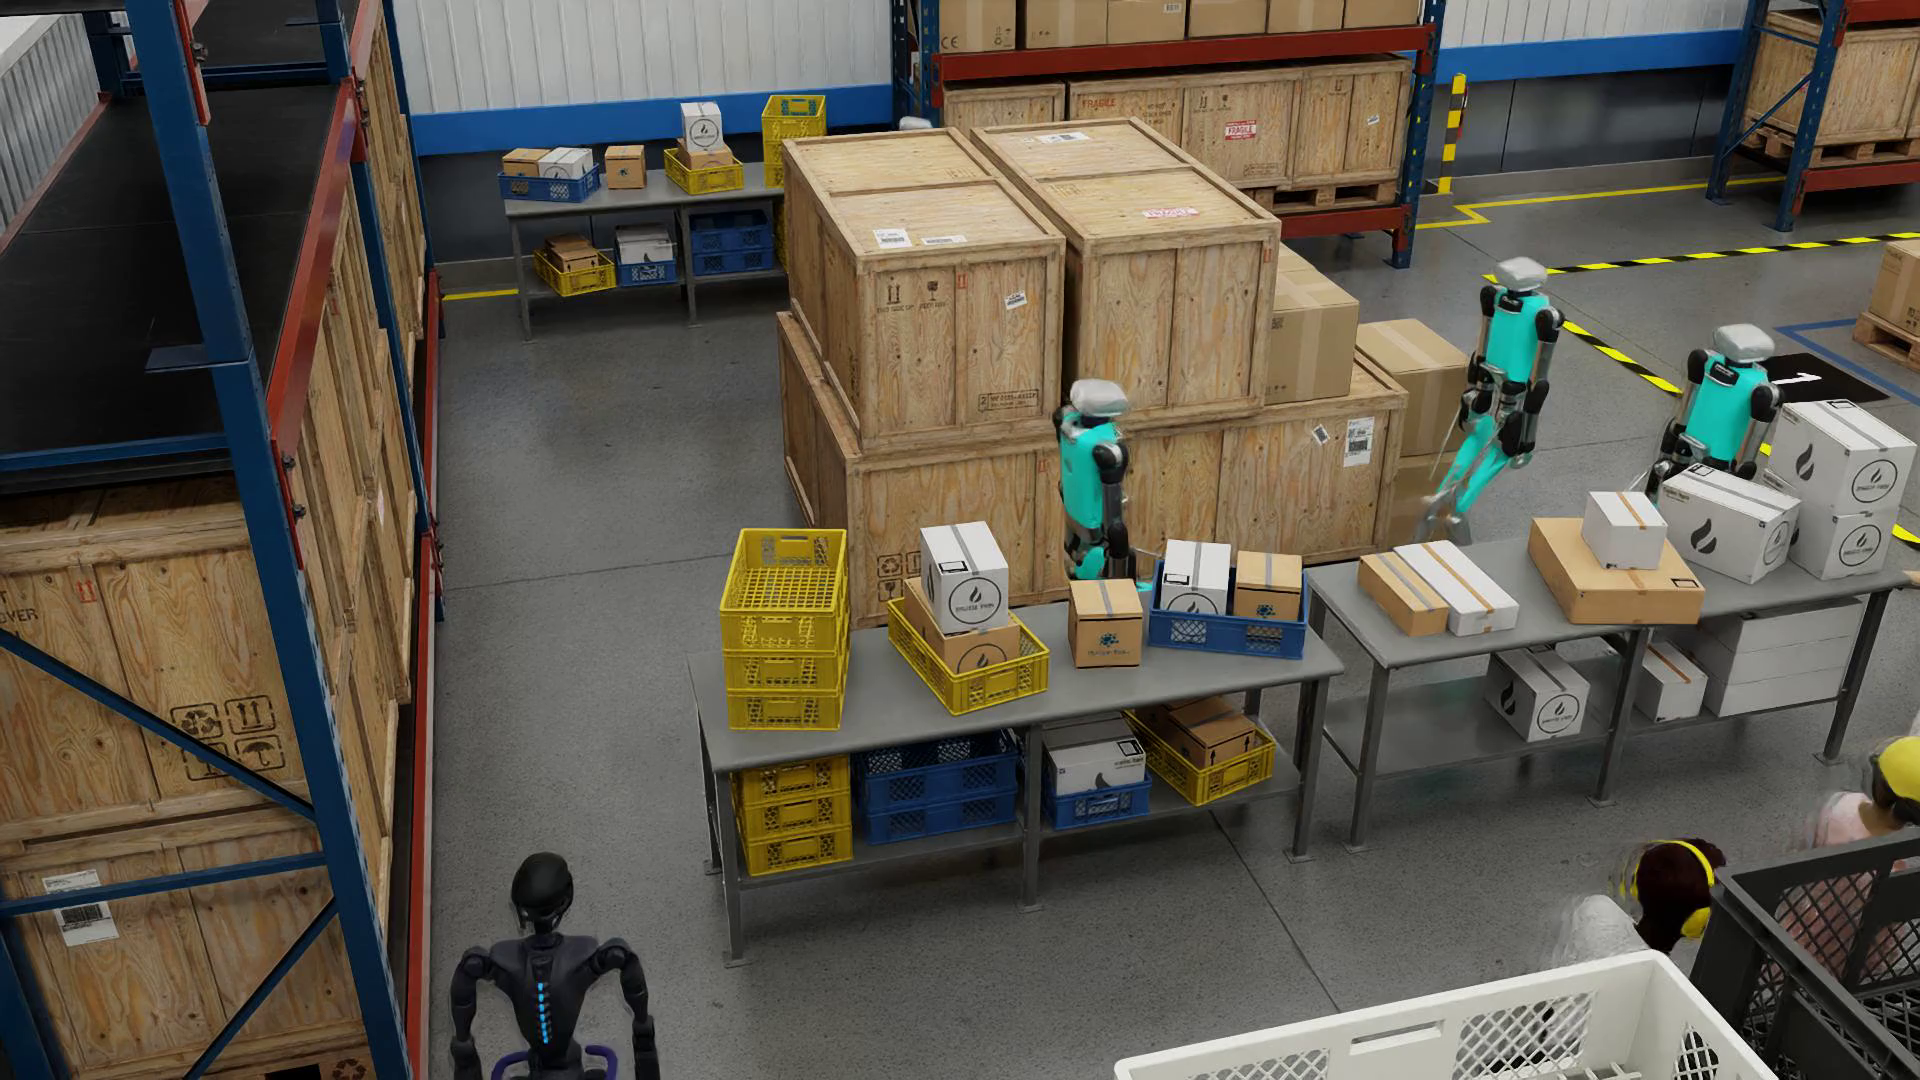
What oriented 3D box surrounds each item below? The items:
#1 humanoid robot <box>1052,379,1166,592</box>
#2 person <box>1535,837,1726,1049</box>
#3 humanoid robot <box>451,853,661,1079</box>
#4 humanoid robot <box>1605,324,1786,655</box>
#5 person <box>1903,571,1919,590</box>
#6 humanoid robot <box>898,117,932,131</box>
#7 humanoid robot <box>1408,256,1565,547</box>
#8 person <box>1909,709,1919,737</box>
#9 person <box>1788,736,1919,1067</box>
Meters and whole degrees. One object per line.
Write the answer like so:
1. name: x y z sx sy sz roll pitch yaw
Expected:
1. humanoid robot: 0.845 0.065 7.521 0.999 1.778 0.532 -12 31 -20
2. person: 1.648 1.593 4.600 0.620 1.839 0.571 -1 29 -2
3. humanoid robot: -1.149 1.612 4.741 0.613 1.641 0.423 -4 29 -8
4. humanoid robot: 3.301 -0.084 7.868 0.733 1.899 0.545 -9 30 -16
5. person: 5.187 -0.546 8.278 0.399 2.036 0.607 1 29 1
6. humanoid robot: -0.115 -1.962 11.171 0.912 1.773 0.542 -8 30 -14
7. humanoid robot: 2.564 -0.507 8.593 0.819 1.862 0.550 -12 31 -20
8. person: 4.307 0.340 6.884 0.628 1.835 0.429 -16 33 -27
9. person: 2.703 1.327 5.161 0.491 1.746 0.539 5 29 10
